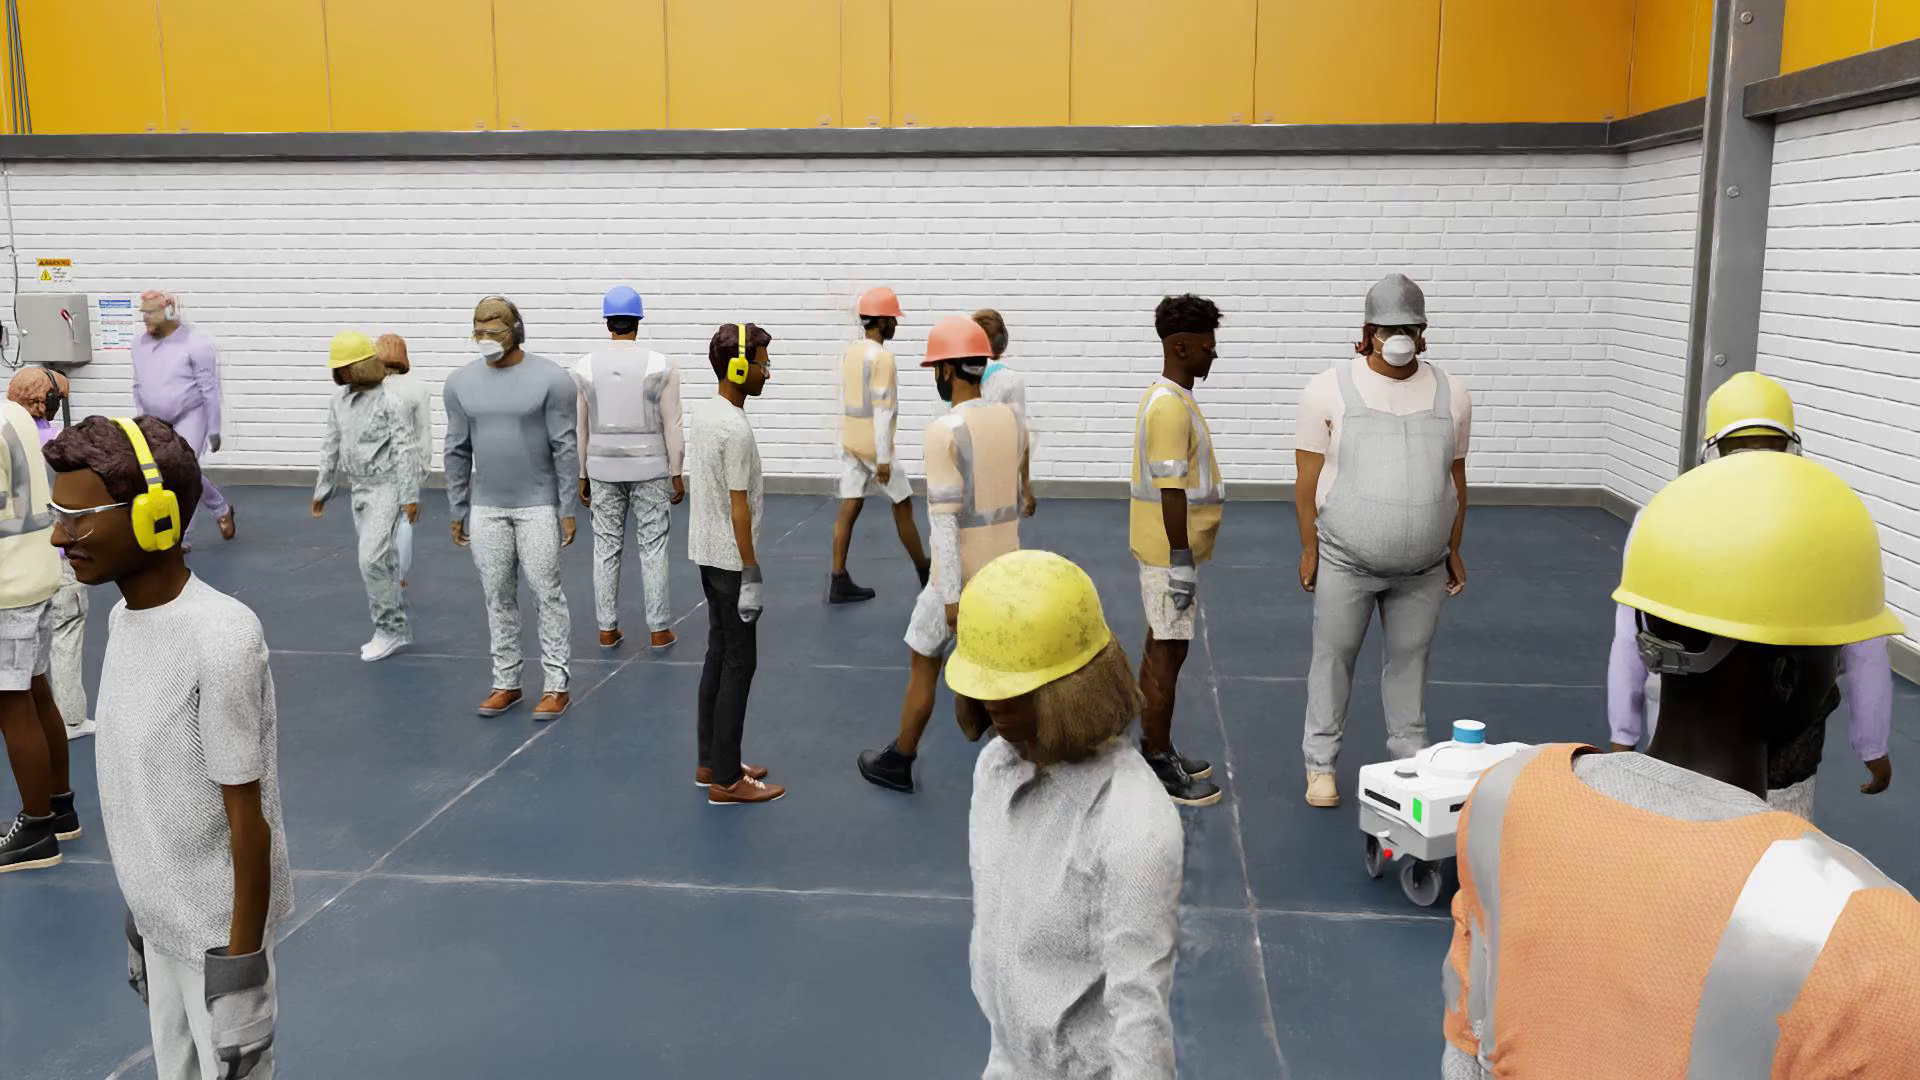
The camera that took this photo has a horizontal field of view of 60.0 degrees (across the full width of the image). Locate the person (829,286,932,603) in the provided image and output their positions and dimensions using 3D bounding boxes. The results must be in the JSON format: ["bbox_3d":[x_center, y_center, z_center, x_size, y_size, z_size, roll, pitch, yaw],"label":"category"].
[{"bbox_3d":[-0.419,-0.575,10.105,0.930,1.896,0.569,-6,12,-32],"label":"person"}]

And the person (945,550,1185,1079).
[{"bbox_3d":[0.226,0.842,2.501,0.565,1.714,0.509,-6,11,-29],"label":"person"}]

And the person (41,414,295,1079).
[{"bbox_3d":[-1.336,0.707,2.895,0.510,1.861,0.324,9,13,42],"label":"person"}]

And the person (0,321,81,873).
[{"bbox_3d":[-3.310,0.162,5.738,0.373,1.958,0.598,-4,11,-19],"label":"person"}]

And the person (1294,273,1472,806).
[{"bbox_3d":[1.622,0.015,6.324,0.674,2.000,0.535,0,10,-2],"label":"person"}]

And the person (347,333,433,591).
[{"bbox_3d":[-3.535,-0.474,10.328,0.519,1.612,0.381,-3,10,-19],"label":"person"}]

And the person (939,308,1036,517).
[{"bbox_3d":[0.084,-0.298,8.742,0.542,1.825,0.527,7,12,36],"label":"person"}]

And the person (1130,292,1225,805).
[{"bbox_3d":[0.840,0.029,6.459,0.367,1.966,0.605,1,10,3],"label":"person"}]

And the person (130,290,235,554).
[{"bbox_3d":[-5.492,-0.843,11.780,0.651,1.865,0.950,3,10,16],"label":"person"}]

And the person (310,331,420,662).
[{"bbox_3d":[-3.076,-0.226,8.642,0.540,1.711,0.562,6,12,32],"label":"person"}]

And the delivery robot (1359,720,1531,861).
[{"bbox_3d":[1.686,0.846,5.549,0.707,0.478,0.477,-4,11,-24],"label":"delivery robot"}]

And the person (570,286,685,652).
[{"bbox_3d":[-1.753,-0.367,8.817,0.604,1.939,0.414,0,10,2],"label":"person"}]

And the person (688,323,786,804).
[{"bbox_3d":[-0.866,0.097,6.401,0.341,1.856,0.523,-5,11,-25],"label":"person"}]

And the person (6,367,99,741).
[{"bbox_3d":[-3.953,0.069,7.190,0.520,1.630,0.325,1,10,4],"label":"person"}]

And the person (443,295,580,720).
[{"bbox_3d":[-2.034,-0.142,7.564,0.641,1.928,0.386,1,10,8],"label":"person"}]

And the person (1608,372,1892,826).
[{"bbox_3d":[2.018,0.488,4.257,0.684,1.820,0.406,4,11,24],"label":"person"}]

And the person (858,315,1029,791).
[{"bbox_3d":[0.032,0.099,6.321,0.549,1.889,0.963,-10,14,-44],"label":"person"}]

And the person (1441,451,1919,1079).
[{"bbox_3d":[0.769,0.862,1.800,0.367,1.927,0.590,-5,11,-26],"label":"person"}]
